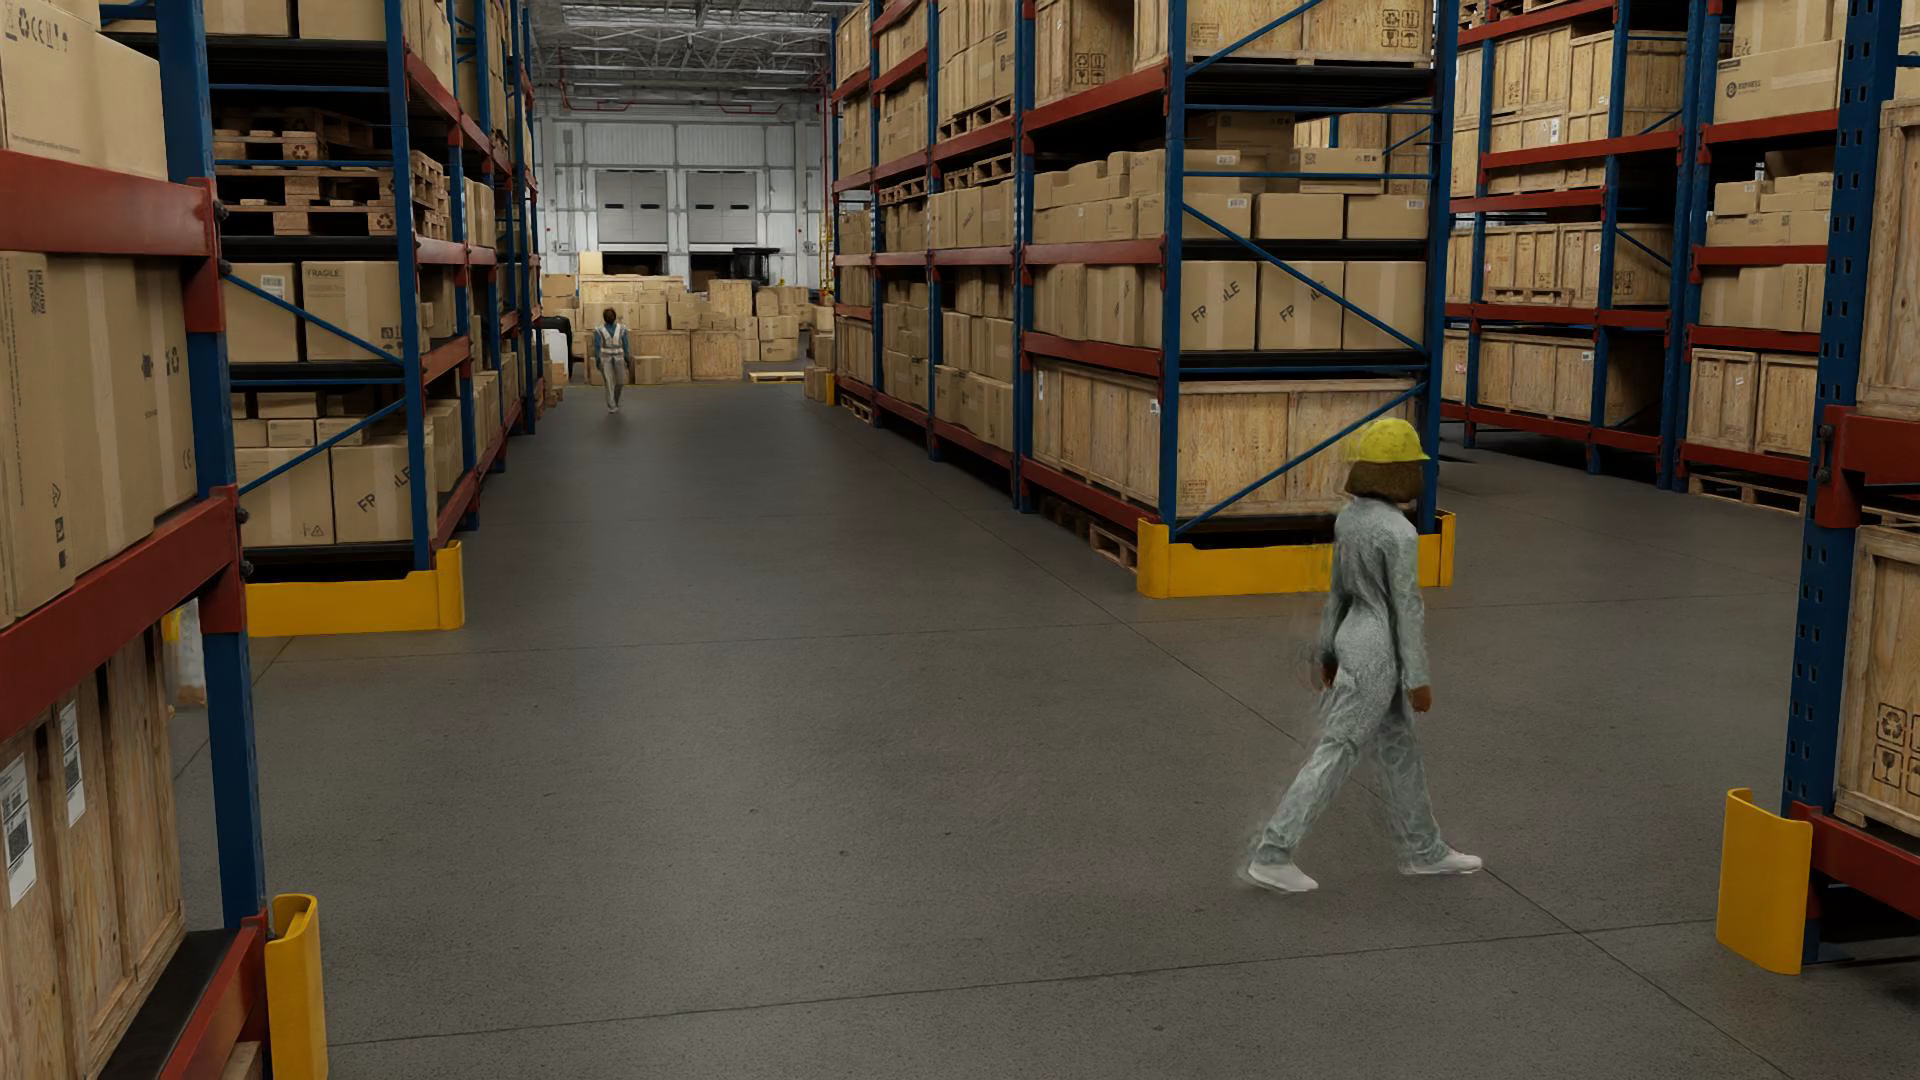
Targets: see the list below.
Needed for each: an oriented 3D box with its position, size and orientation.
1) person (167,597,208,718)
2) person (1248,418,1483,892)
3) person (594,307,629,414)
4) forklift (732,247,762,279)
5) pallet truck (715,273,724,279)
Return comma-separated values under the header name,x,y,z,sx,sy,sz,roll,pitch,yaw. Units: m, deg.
name,x,y,z,sx,sy,sz,roll,pitch,yaw
person,-3.891,-0.006,8.102,0.630,1.825,0.629,3,10,17
person,1.449,0.416,5.896,0.919,1.699,0.492,-1,9,-8
person,-5.315,-2.745,25.363,0.531,1.622,0.423,-3,10,-18
forklift,-6.596,-7.703,51.773,1.129,2.768,1.873,-8,12,-39
pallet truck,-8.580,-8.986,62.280,1.885,1.965,0.823,1,9,5
